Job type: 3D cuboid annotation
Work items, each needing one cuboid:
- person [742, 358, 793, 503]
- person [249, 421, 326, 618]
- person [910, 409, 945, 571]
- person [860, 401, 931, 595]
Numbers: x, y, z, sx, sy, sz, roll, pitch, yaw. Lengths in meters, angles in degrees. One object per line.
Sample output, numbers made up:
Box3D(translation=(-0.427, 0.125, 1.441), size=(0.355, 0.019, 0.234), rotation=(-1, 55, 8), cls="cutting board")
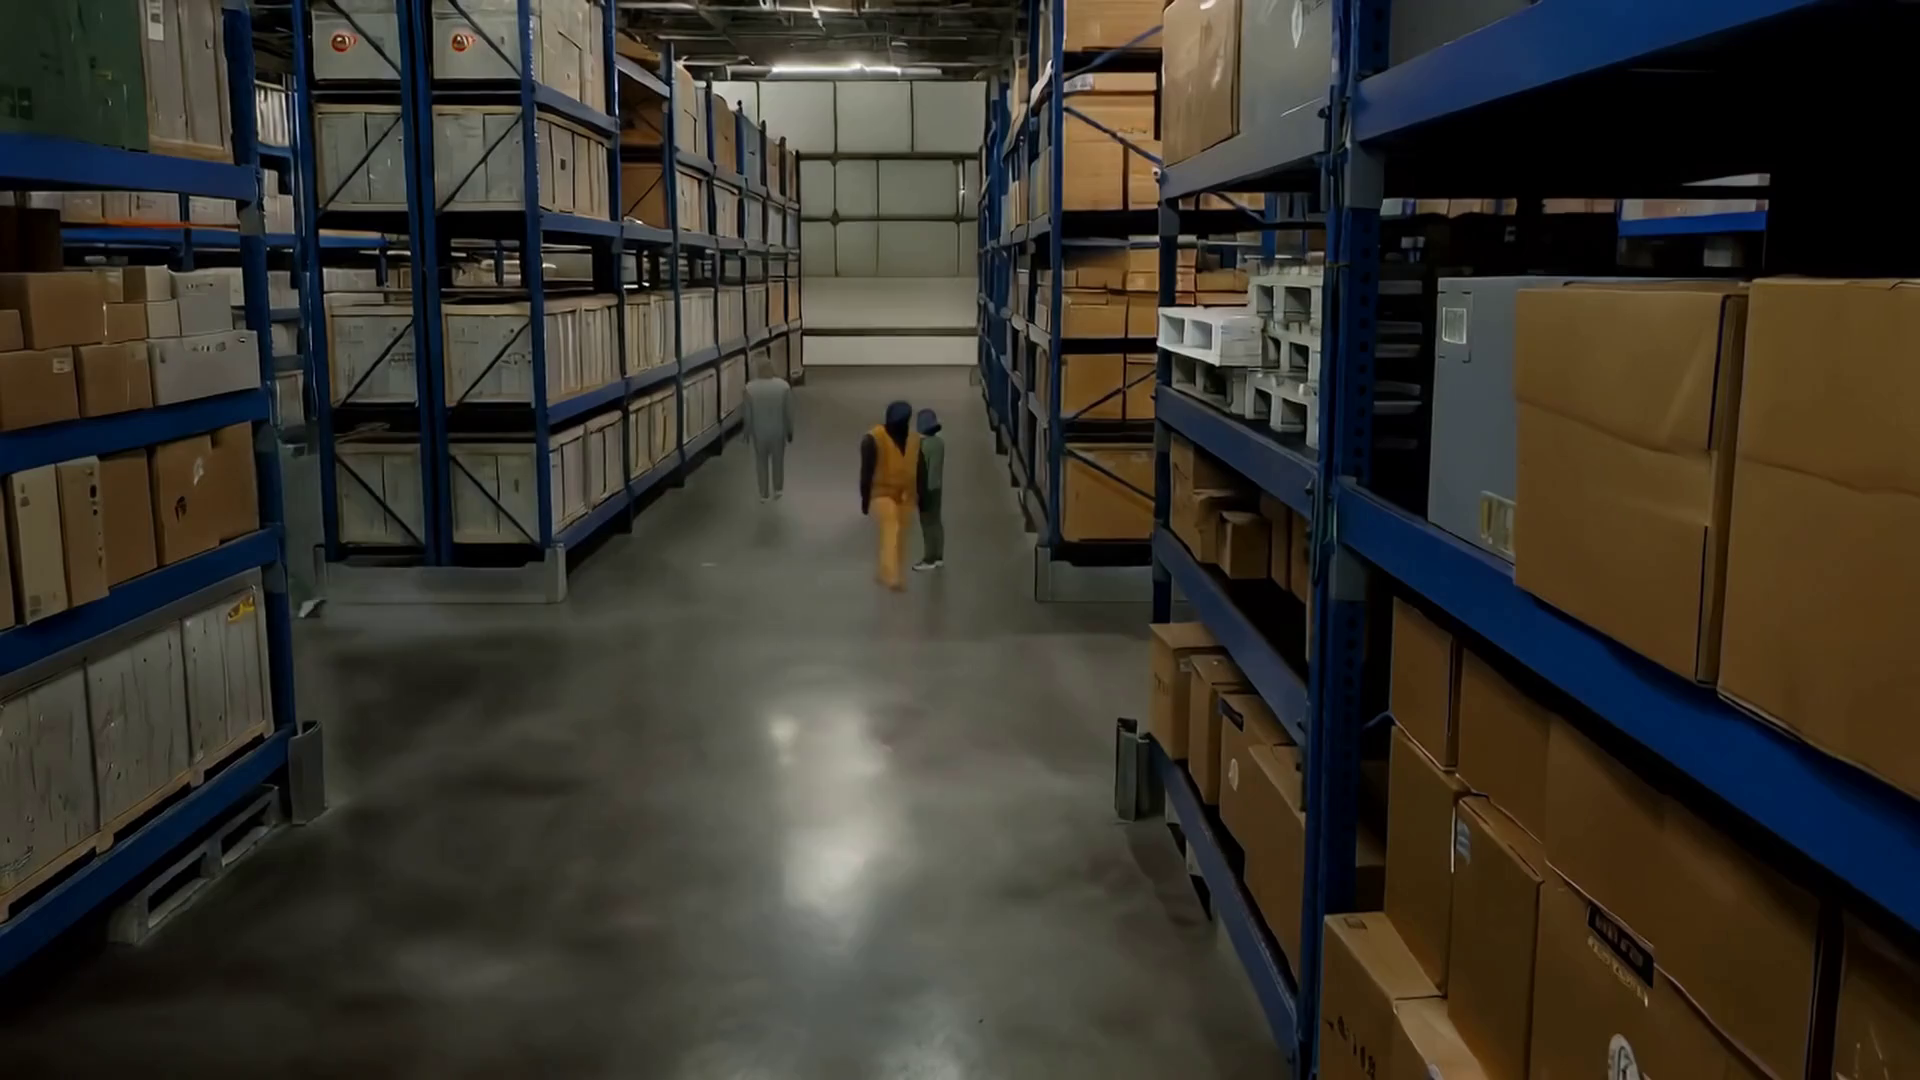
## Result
Box3D(translation=(-2.528, -1.456, 21.899), size=(0.676, 1.853, 0.975), rotation=(-1, 9, -4), cls="person")
Box3D(translation=(-5.987, -0.219, 14.290), size=(0.936, 1.878, 0.648), rotation=(0, 9, -1), cls="person")
Box3D(translation=(-0.320, -0.501, 16.740), size=(0.284, 1.633, 0.500), rotation=(4, 10, 25), cls="person")
Box3D(translation=(-0.572, -0.402, 15.634), size=(0.640, 1.790, 0.909), rotation=(-7, 11, -35), cls="person")
